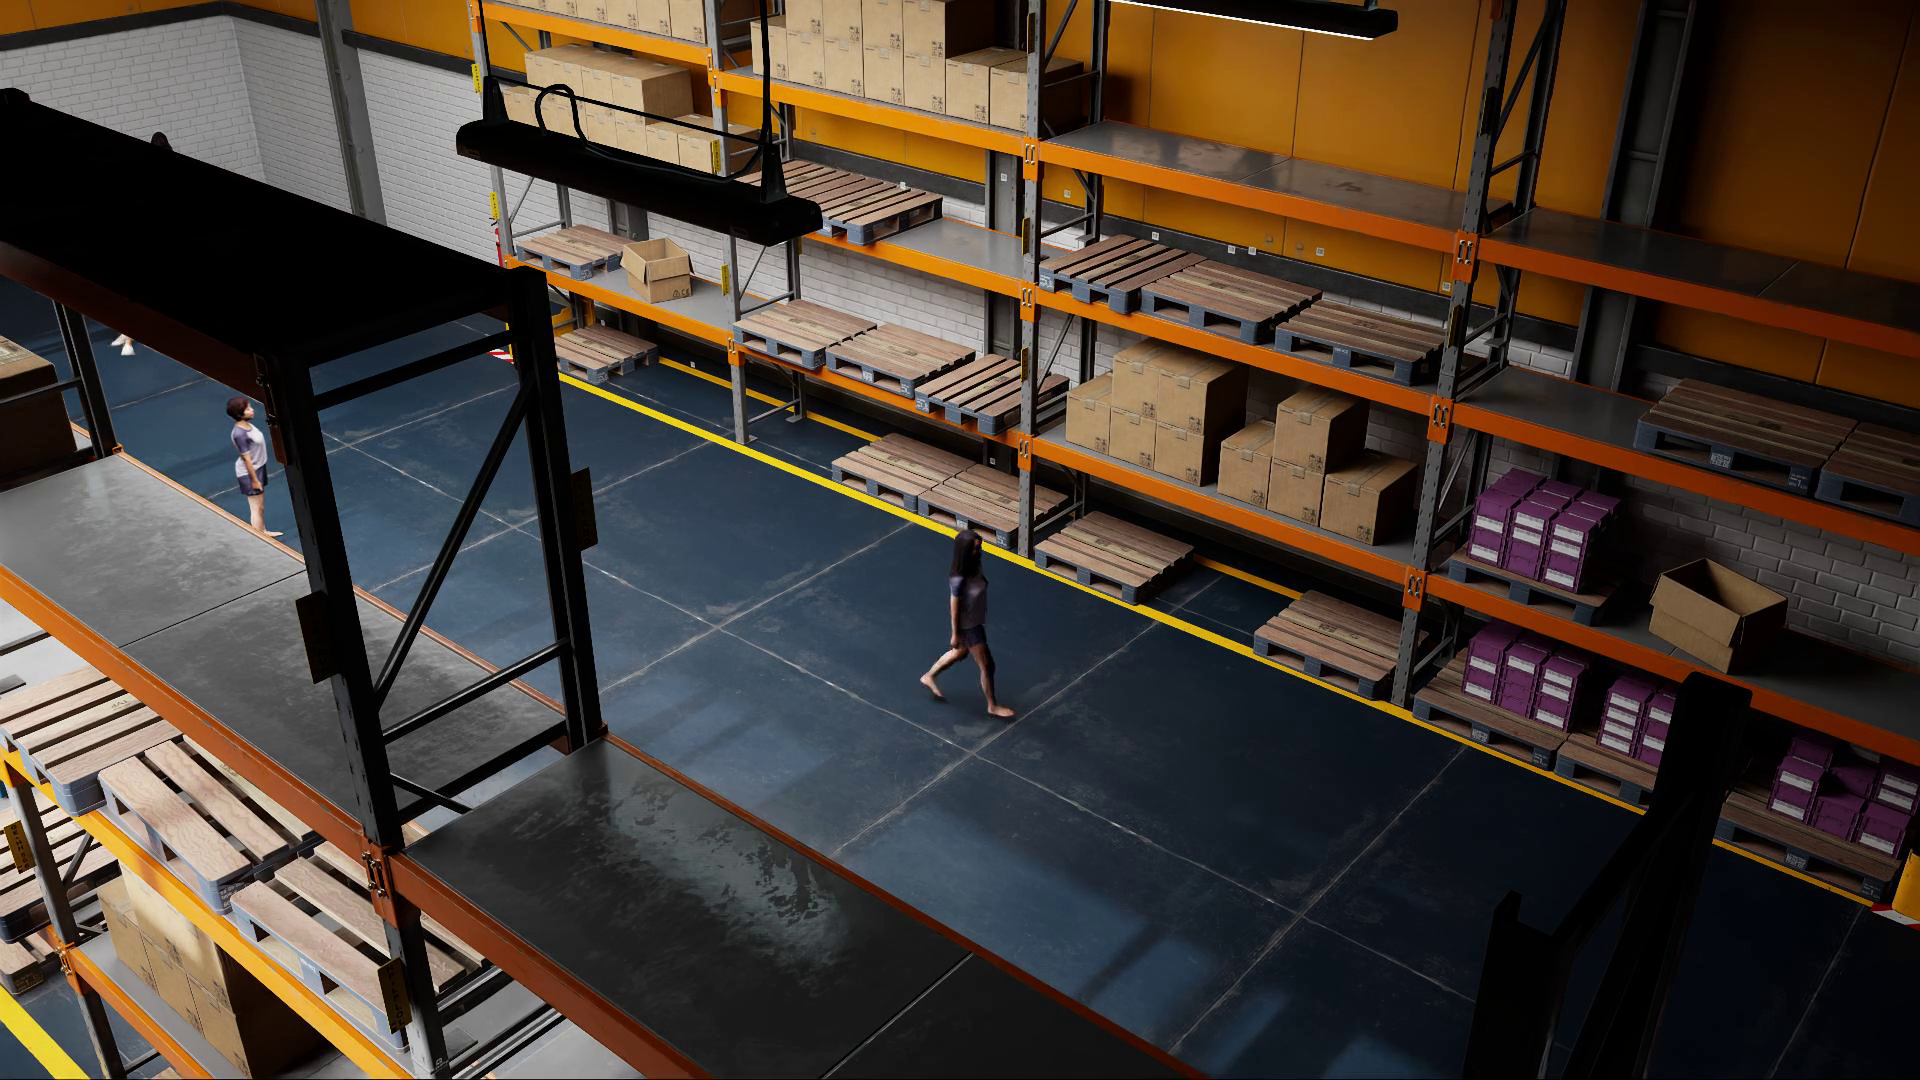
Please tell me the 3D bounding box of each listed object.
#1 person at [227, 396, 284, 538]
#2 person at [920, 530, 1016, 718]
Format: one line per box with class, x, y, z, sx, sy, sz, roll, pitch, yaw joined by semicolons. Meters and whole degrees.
person;-6.870;-0.673;16.137;0.711;1.565;0.623;-8;30;-14
person;0.002;0.665;13.575;1.164;1.669;0.852;10;30;17
